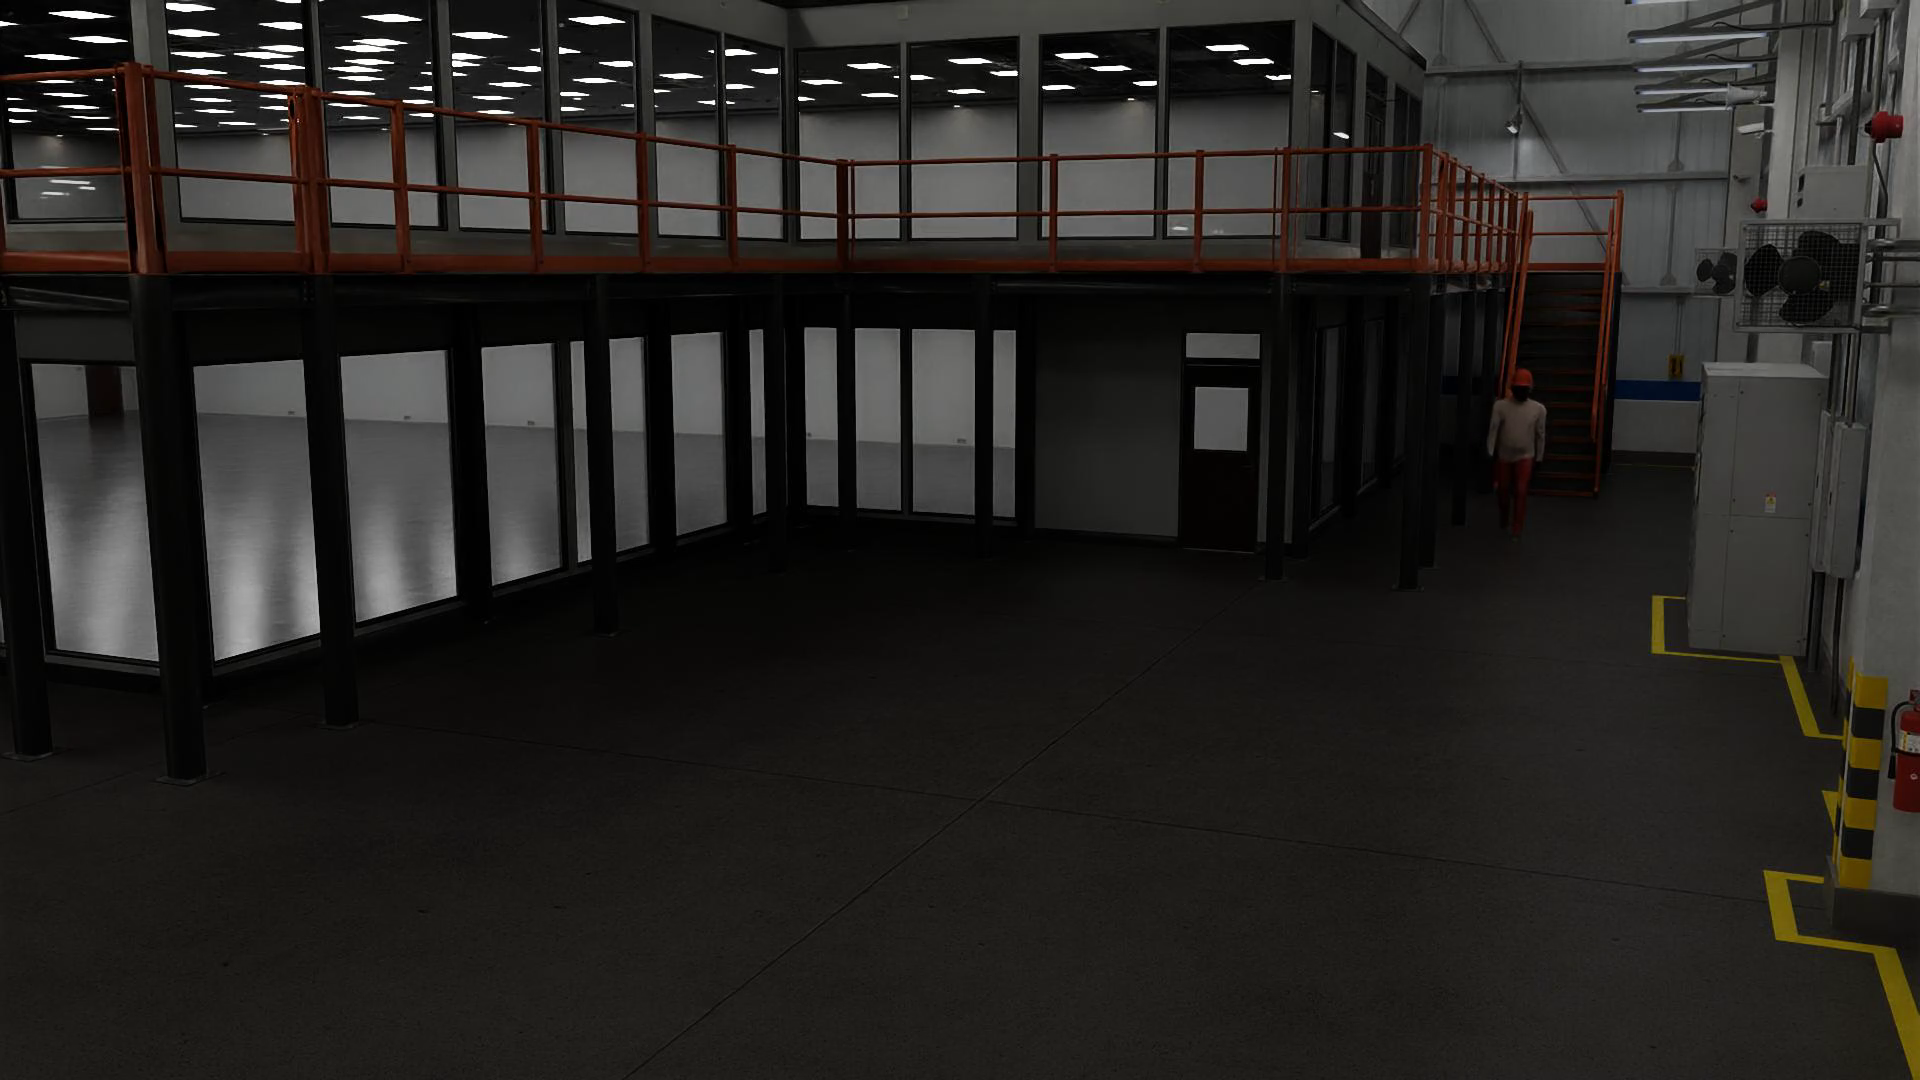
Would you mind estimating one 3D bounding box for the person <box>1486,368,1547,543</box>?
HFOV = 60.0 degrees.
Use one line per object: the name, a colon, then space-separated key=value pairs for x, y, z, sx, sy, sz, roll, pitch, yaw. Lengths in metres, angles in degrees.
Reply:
person: x=6.327 y=-0.978 z=18.922 sx=0.628 sy=1.972 sz=0.836 roll=4 pitch=10 yaw=21
